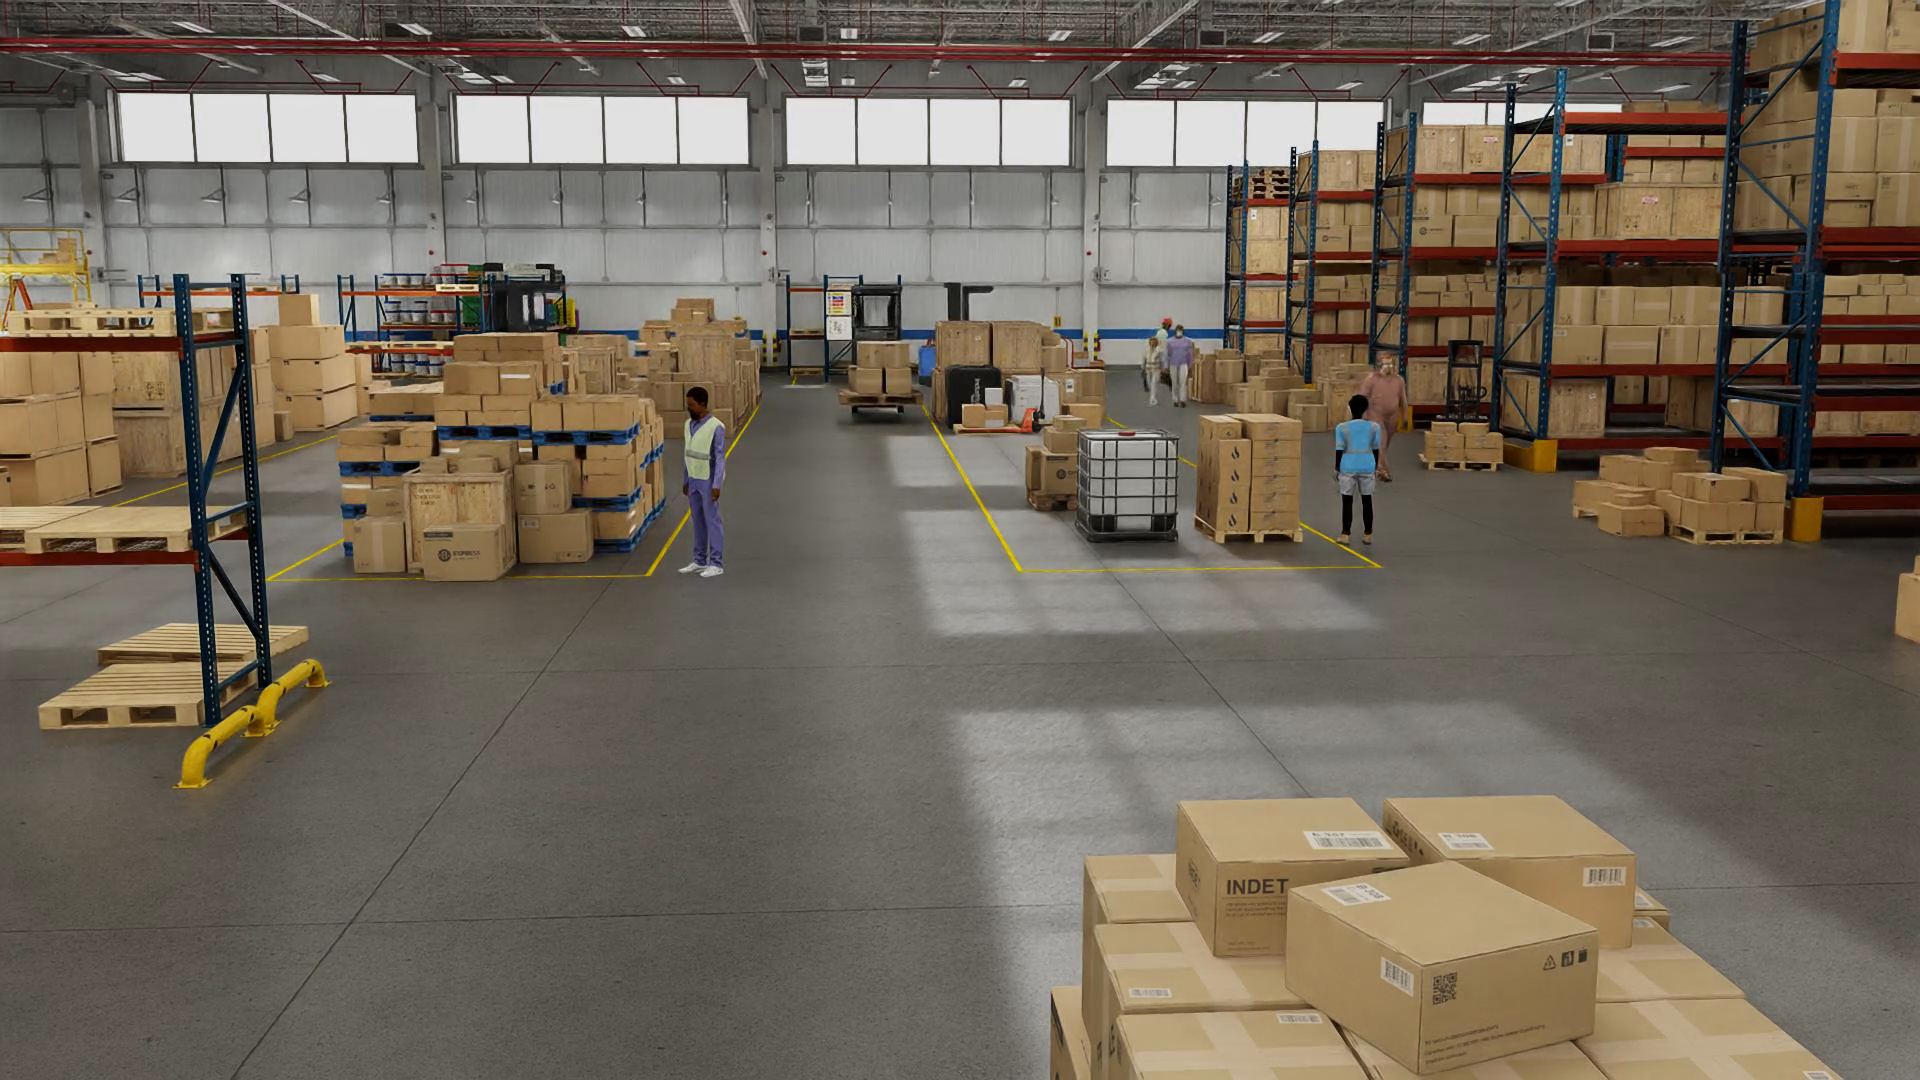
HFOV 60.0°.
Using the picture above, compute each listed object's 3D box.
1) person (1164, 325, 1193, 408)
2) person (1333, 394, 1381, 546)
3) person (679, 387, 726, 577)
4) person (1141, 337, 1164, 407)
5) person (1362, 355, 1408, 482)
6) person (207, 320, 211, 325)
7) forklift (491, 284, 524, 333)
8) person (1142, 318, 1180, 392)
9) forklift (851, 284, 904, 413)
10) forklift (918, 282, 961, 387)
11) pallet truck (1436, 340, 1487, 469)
[{"bbox_3d":[4.976,-3.941,37.872,0.658,1.885,0.999,0,9,3],"label":"person"},{"bbox_3d":[4.436,-0.777,18.610,0.531,1.698,0.320,-1,9,-4],"label":"person"},{"bbox_3d":[-2.580,-0.590,16.766,0.588,1.913,0.390,9,13,44],"label":"person"},{"bbox_3d":[4.477,-3.886,38.427,0.512,1.604,0.819,6,11,32],"label":"person"},{"bbox_3d":[6.301,-1.826,24.703,0.659,1.865,0.977,-1,9,-8],"label":"person"},{"bbox_3d":[-19.185,-4.694,42.587,0.554,1.906,0.914,-1,9,-7],"label":"person"},{"bbox_3d":[-10.007,-4.280,36.905,1.873,2.768,1.129,-8,12,-39],"label":"forklift"},{"bbox_3d":[5.200,-4.770,42.990,1.066,1.929,0.673,-2,9,-15],"label":"person"},{"bbox_3d":[-1.858,-4.257,36.763,1.129,2.768,1.873,-1,9,-5],"label":"forklift"},{"bbox_3d":[-0.184,-5.567,44.987,1.873,2.768,1.129,-1,9,-4],"label":"forklift"},{"bbox_3d":[8.004,-2.170,26.422,0.823,1.965,1.885,2,9,14],"label":"pallet truck"}]
